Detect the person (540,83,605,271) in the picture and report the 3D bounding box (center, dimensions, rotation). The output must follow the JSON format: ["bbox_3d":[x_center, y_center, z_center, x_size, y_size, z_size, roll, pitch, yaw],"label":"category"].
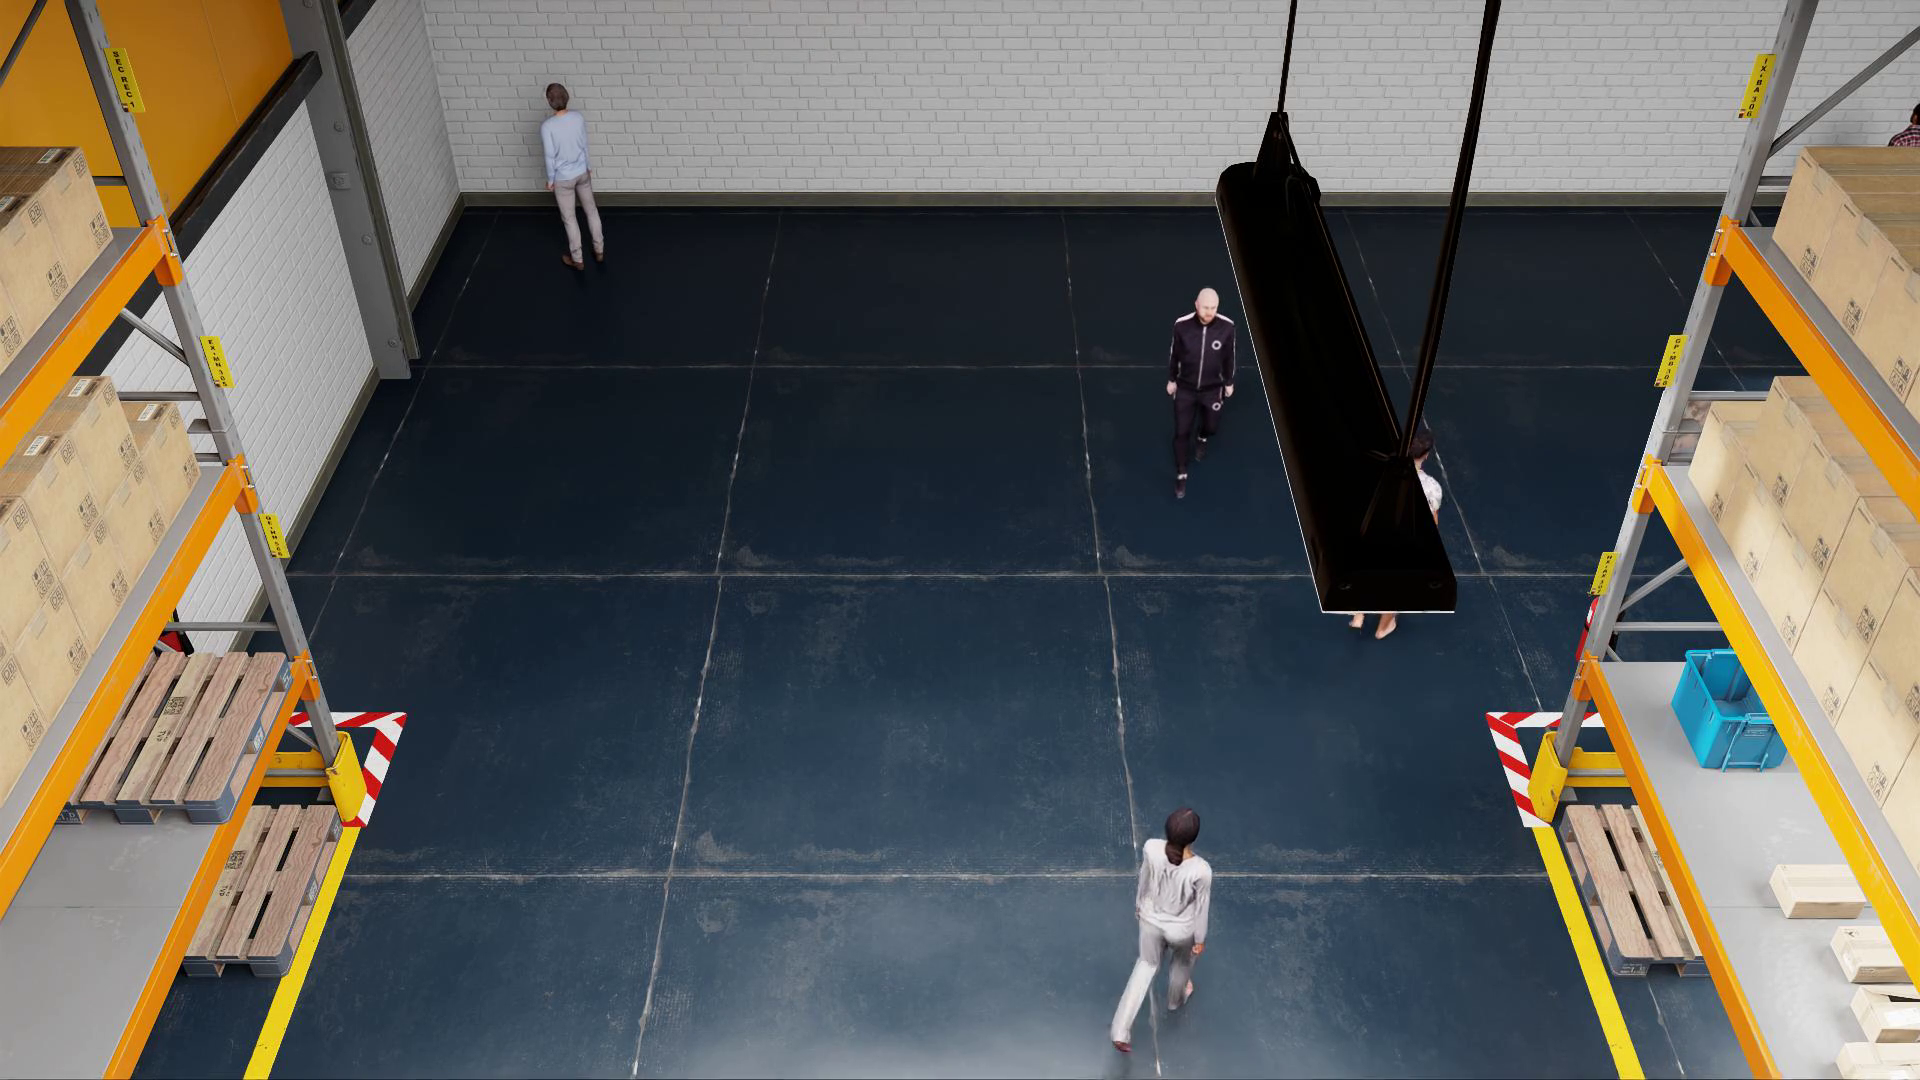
[{"bbox_3d":[-3.802,-3.568,16.275,0.751,1.894,0.798,-29,47,-31],"label":"person"}]

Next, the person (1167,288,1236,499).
[{"bbox_3d":[1.946,-1.285,13.475,0.768,1.820,1.027,4,39,6],"label":"person"}]

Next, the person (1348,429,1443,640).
[{"bbox_3d":[3.082,0.032,11.842,0.838,1.800,0.891,24,44,27],"label":"person"}]

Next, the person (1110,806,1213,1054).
[{"bbox_3d":[1.121,2.176,9.198,0.942,1.750,1.089,24,44,27],"label":"person"}]
